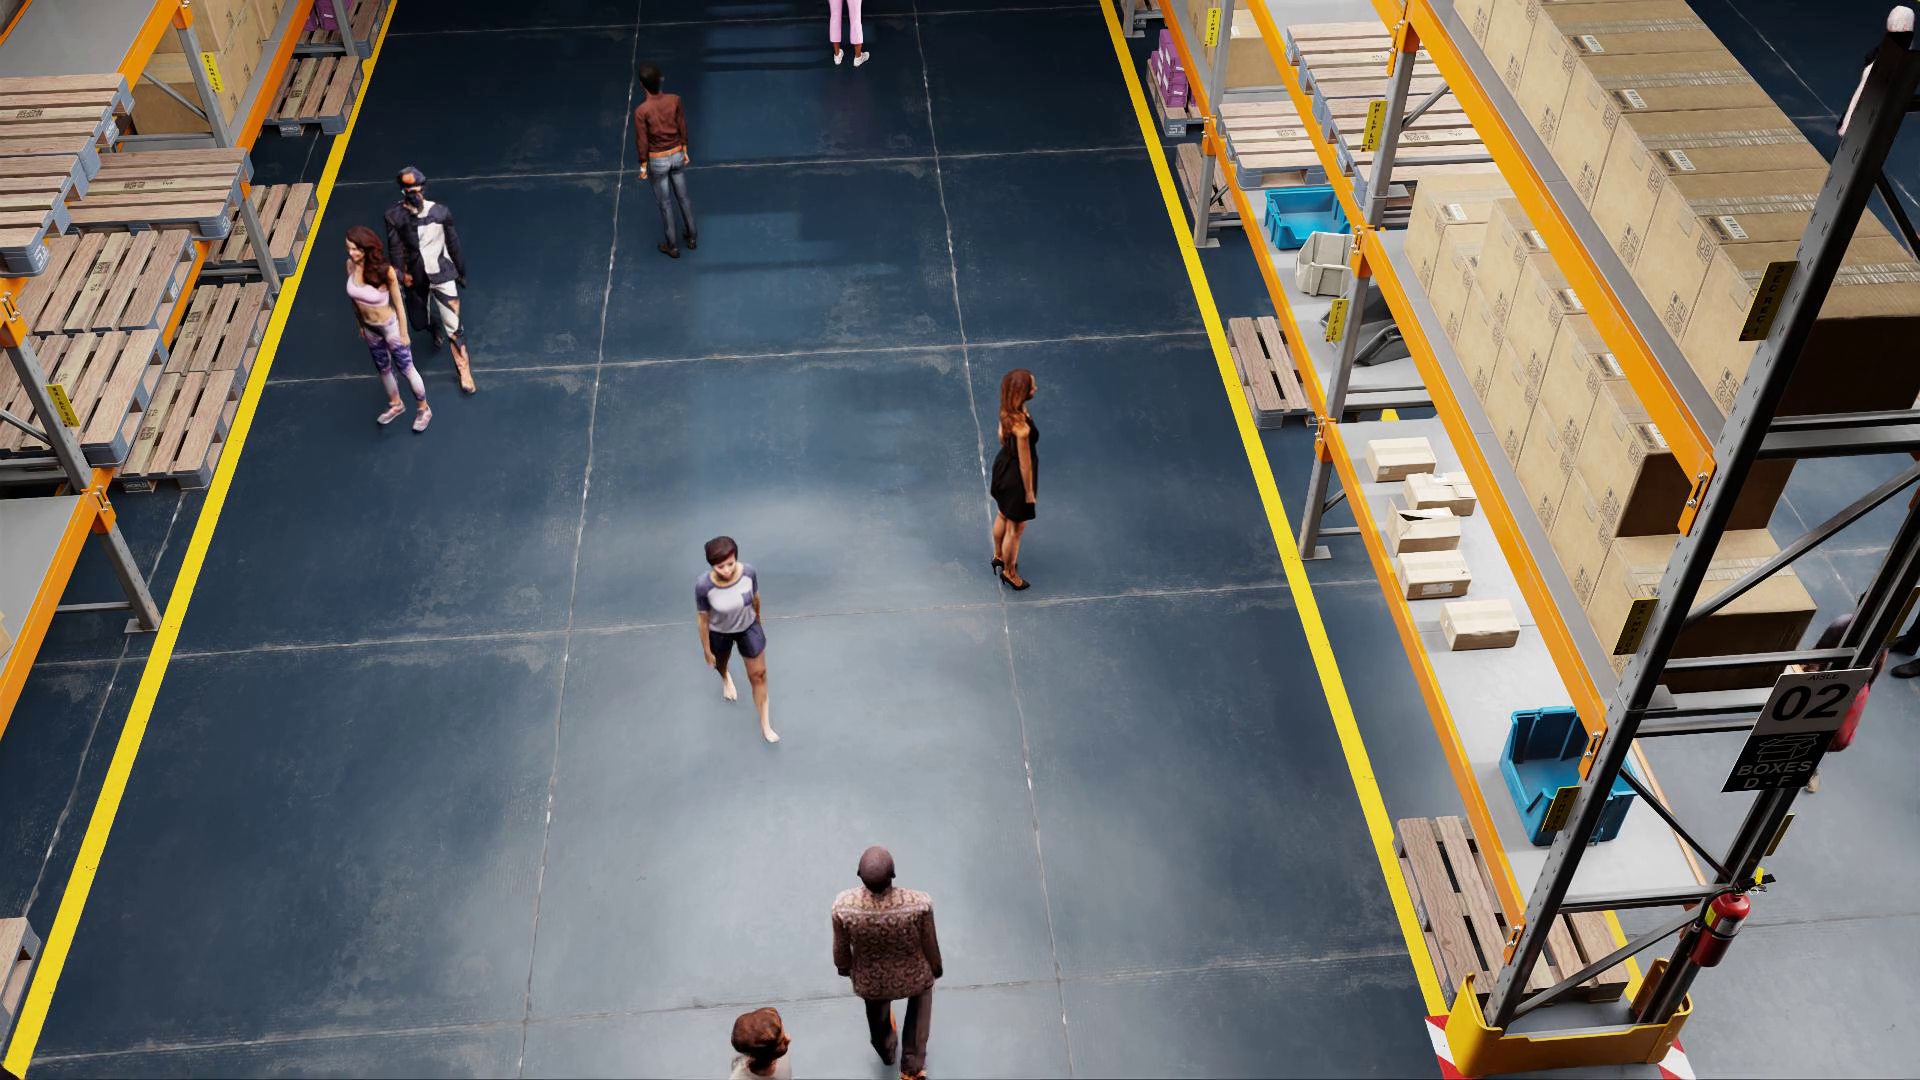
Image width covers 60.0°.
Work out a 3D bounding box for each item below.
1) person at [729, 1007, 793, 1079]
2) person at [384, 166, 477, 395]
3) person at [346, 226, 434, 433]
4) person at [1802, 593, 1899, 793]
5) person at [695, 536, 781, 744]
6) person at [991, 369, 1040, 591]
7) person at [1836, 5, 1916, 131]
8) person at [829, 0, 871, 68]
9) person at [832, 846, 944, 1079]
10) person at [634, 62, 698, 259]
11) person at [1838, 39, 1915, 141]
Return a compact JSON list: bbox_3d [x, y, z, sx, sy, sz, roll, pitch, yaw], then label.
[{"bbox_3d":[-1.017,2.790,7.823,0.935,1.852,1.246,7,44,7],"label":"person"},{"bbox_3d":[-4.128,-2.069,12.906,0.790,1.876,1.048,-10,44,-10],"label":"person"},{"bbox_3d":[-4.321,-1.586,12.477,0.668,1.768,0.658,14,45,14],"label":"person"},{"bbox_3d":[5.275,0.812,10.054,0.704,1.638,0.727,7,44,8],"label":"person"},{"bbox_3d":[-1.457,0.505,10.459,0.752,1.524,1.048,-15,46,-16],"label":"person"},{"bbox_3d":[0.370,-0.405,11.189,0.685,1.834,0.536,-13,45,-13],"label":"person"},{"bbox_3d":[8.216,-3.991,15.017,0.701,1.747,0.730,-28,50,-26],"label":"person"},{"bbox_3d":[-1.168,-5.625,16.737,0.635,1.741,0.611,9,44,9],"label":"person"},{"bbox_3d":[-0.355,2.228,8.455,0.744,1.794,0.798,0,44,0],"label":"person"},{"bbox_3d":[-2.510,-3.241,14.207,0.712,1.778,0.710,-29,51,-27],"label":"person"},{"bbox_3d":[8.055,-3.717,14.758,1.012,1.708,1.280,14,45,14],"label":"person"}]
